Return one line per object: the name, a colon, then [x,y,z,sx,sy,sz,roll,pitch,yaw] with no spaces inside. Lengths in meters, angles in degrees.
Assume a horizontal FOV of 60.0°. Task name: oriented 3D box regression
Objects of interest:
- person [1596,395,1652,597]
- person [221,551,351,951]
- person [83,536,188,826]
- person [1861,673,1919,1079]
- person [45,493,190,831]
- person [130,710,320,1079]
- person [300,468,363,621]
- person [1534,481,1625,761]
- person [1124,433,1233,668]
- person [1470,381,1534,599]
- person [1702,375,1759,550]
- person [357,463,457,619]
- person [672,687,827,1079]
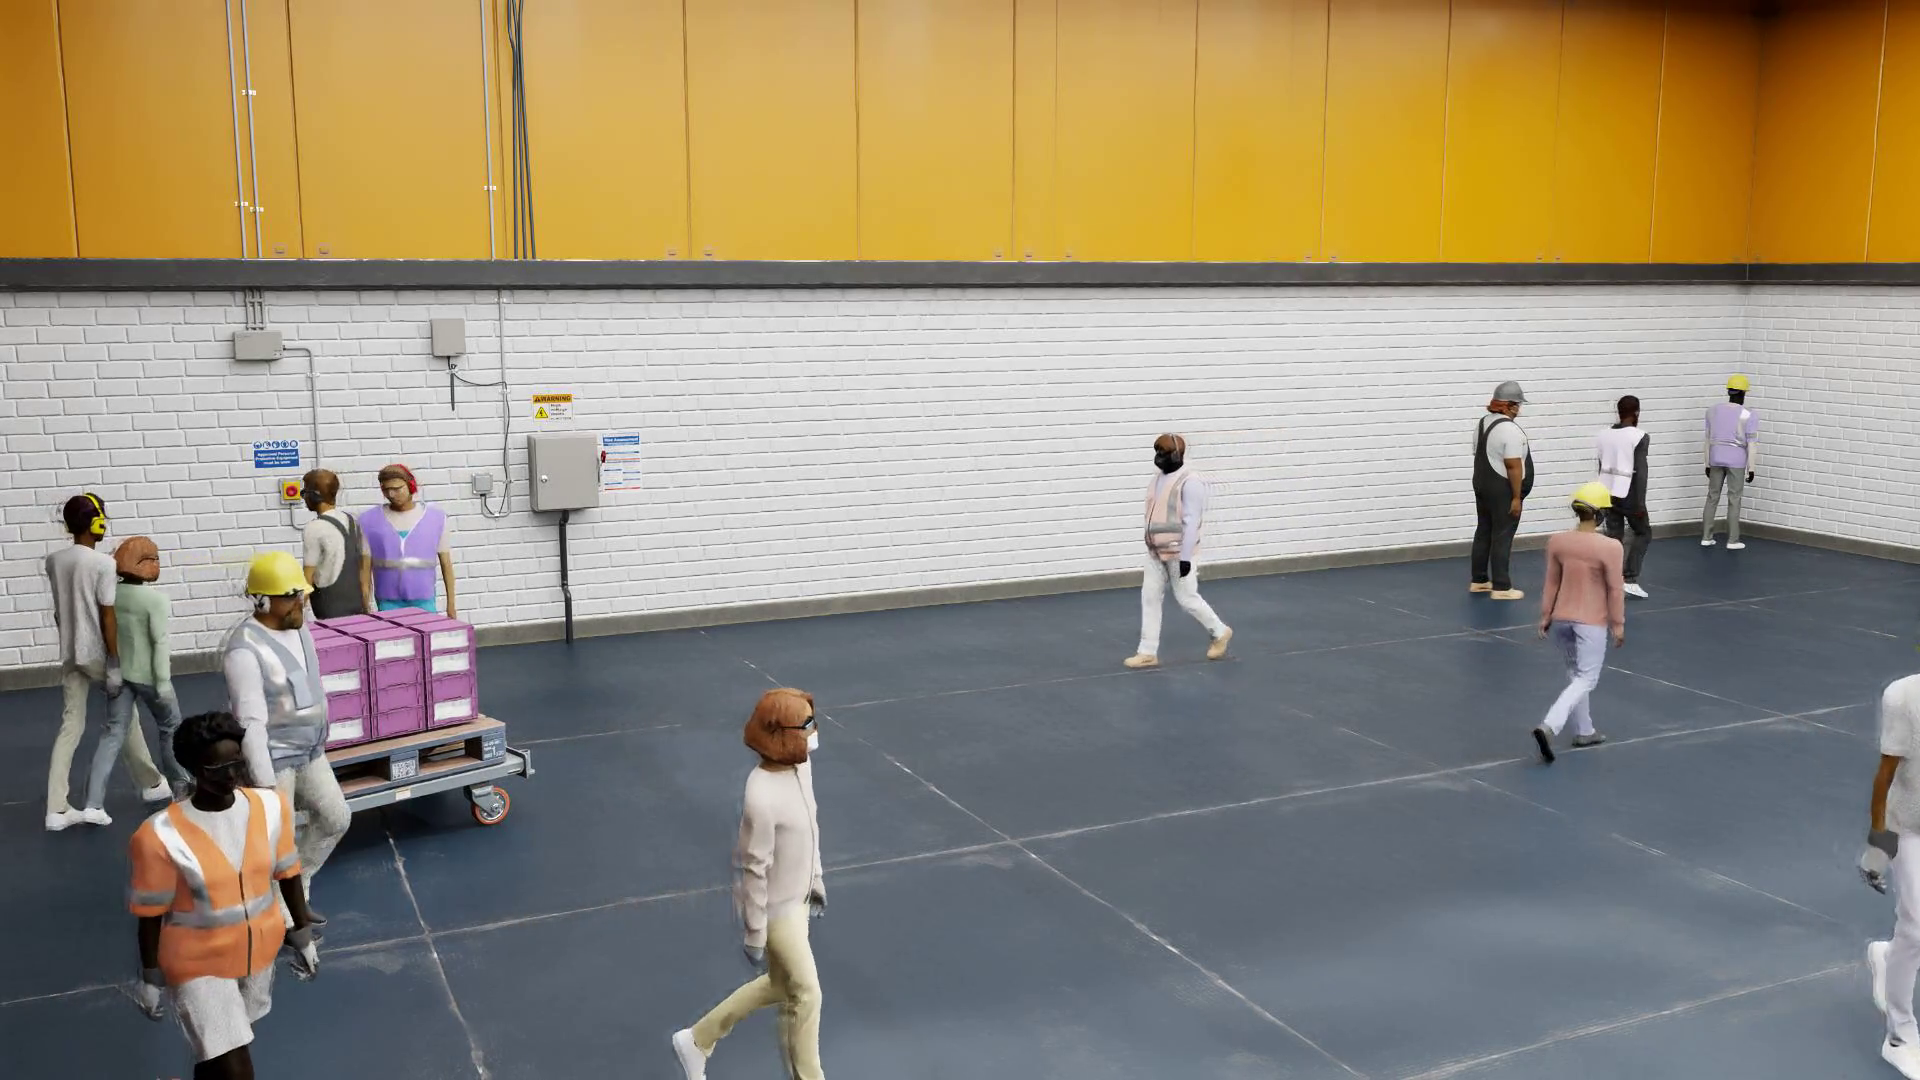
person: [6.193,-0.396,15.476,0.563,1.889,0.624,-4,10,-25]
person: [-3.003,0.944,7.400,0.442,1.814,0.627,1,9,6]
person: [-4.580,0.782,9.211,0.522,1.613,0.817,3,10,16]
person: [3.666,1.102,6.354,0.562,1.845,0.581,0,9,-3]
person: [-4.809,0.647,9.252,0.533,1.817,0.904,3,10,18]
person: [-2.395,1.348,5.411,0.862,1.654,0.543,6,11,34]
person: [-3.903,0.442,10.571,0.909,1.810,0.519,1,9,6]
person: [3.854,0.498,10.402,0.780,1.735,0.532,-6,11,-31]
person: [1.698,0.076,12.792,0.821,1.818,0.621,-5,10,-28]
person: [5.082,-0.478,15.537,0.536,2.000,0.685,-2,9,-14]
person: [8.459,-0.856,18.281,0.399,1.918,0.580,-8,12,-40]
person: [-3.580,0.398,10.794,0.591,1.814,0.637,-3,10,-16]
person: [-0.683,1.291,5.879,0.694,1.611,0.501,1,9,8]
